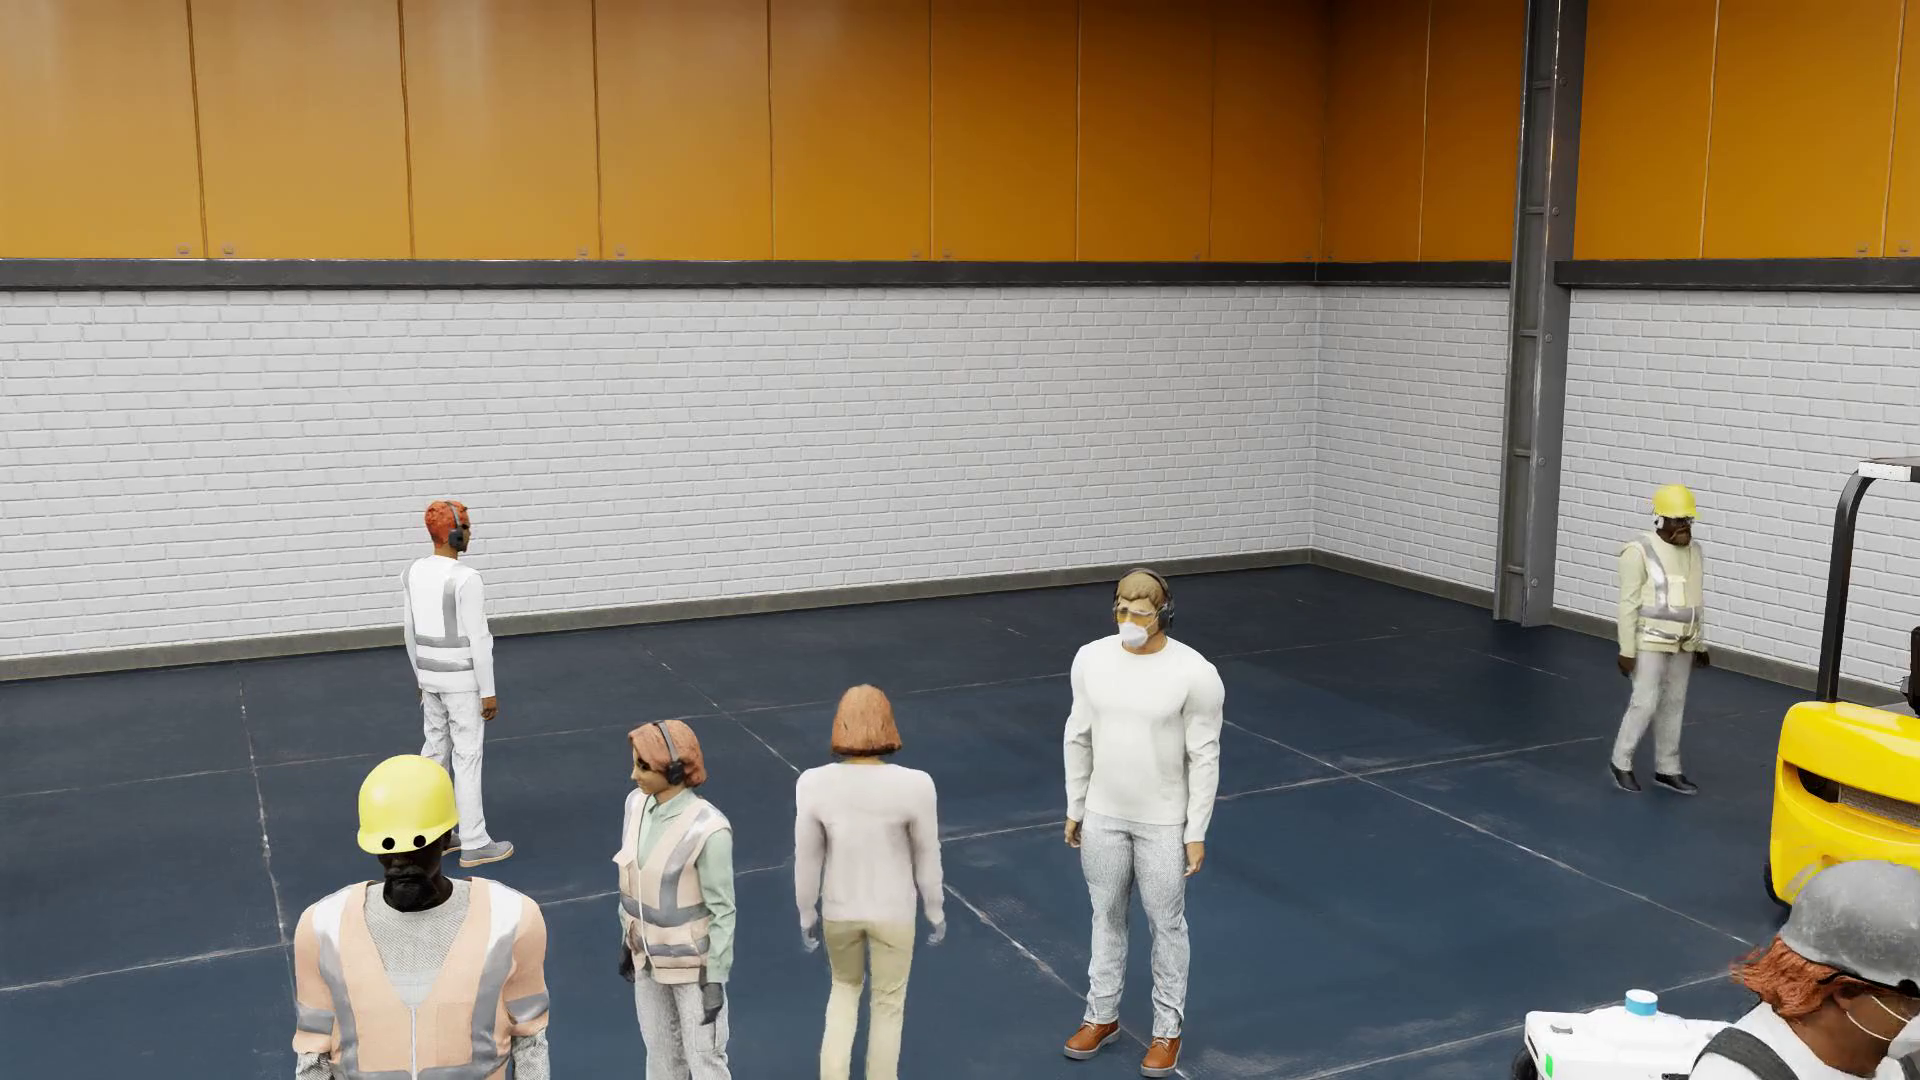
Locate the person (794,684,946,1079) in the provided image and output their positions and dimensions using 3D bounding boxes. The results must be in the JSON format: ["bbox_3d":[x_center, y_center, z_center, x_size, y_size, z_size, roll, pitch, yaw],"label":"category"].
[{"bbox_3d":[-0.314,1.304,5.802,0.509,1.624,0.370,2,9,12],"label":"person"}]

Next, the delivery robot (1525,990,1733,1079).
[{"bbox_3d":[2.337,1.796,5.732,0.707,0.478,0.477,1,9,7],"label":"delivery robot"}]

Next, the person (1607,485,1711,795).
[{"bbox_3d":[4.084,0.578,9.666,0.642,1.821,0.450,-4,10,-25],"label":"person"}]

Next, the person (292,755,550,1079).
[{"bbox_3d":[-1.268,1.442,3.968,0.586,1.928,0.369,-2,9,-12],"label":"person"}]

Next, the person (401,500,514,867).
[{"bbox_3d":[-2.588,0.732,8.517,0.574,1.883,0.356,6,11,32],"label":"person"}]

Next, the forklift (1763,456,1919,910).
[{"bbox_3d":[4.857,0.731,7.561,2.313,2.155,1.214,-4,10,-25],"label":"forklift"}]

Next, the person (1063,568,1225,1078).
[{"bbox_3d":[0.676,1.058,6.325,0.631,1.939,0.372,5,10,29],"label":"person"}]

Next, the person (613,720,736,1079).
[{"bbox_3d":[-0.913,1.366,5.342,0.512,1.638,0.312,8,12,42],"label":"person"}]
